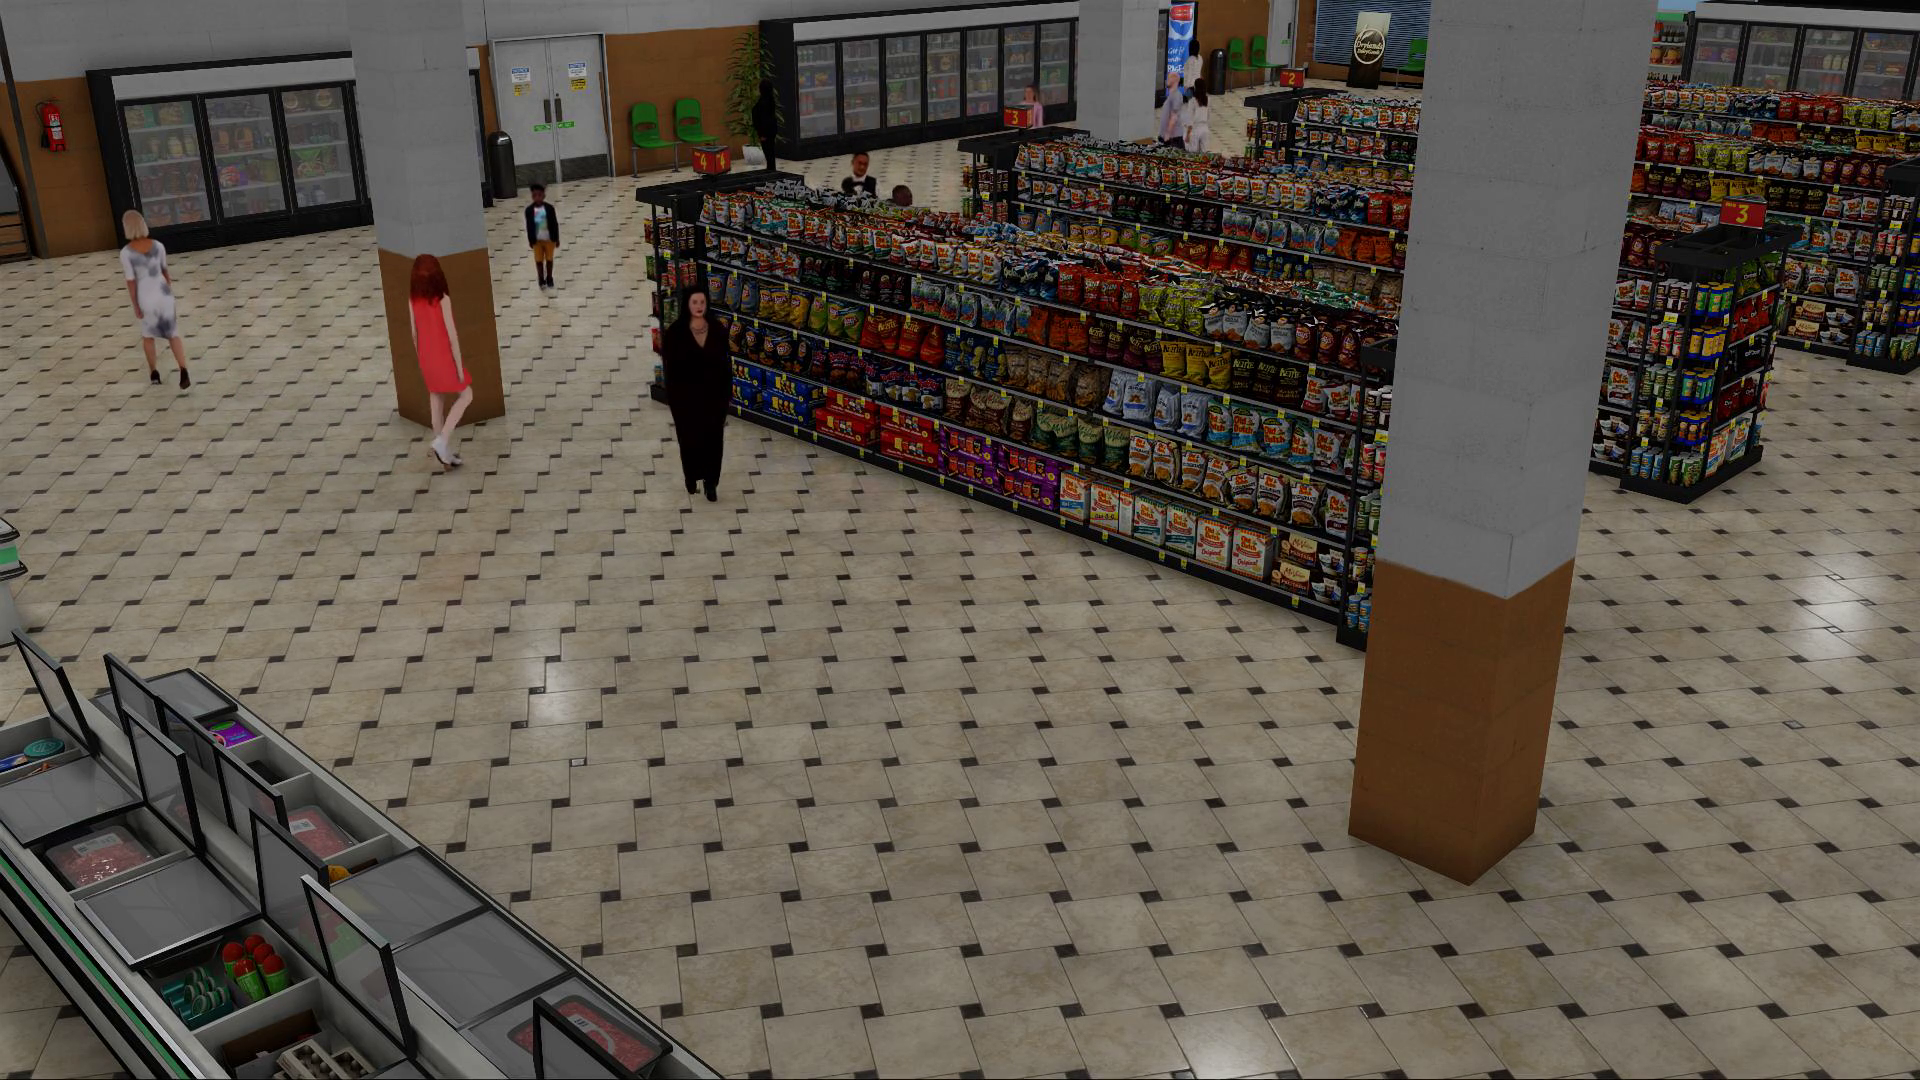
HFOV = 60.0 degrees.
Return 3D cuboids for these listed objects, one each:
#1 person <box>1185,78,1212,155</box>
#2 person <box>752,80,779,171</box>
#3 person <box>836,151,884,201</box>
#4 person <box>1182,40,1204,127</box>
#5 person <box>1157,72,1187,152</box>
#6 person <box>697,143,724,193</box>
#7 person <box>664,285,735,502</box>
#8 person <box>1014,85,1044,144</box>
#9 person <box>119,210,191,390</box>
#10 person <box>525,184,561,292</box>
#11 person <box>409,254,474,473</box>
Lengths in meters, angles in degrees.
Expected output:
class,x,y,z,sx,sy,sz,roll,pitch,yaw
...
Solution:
class,x,y,z,sx,sy,sz,roll,pitch,yaw
person,3.764,-6.432,26.261,0.644,1.688,0.614,-13,25,-30
person,-3.087,-6.553,26.659,0.819,1.616,0.769,2,22,4
person,-1.051,-3.324,18.239,0.879,1.903,0.991,6,23,14
person,4.573,-8.972,32.653,0.581,1.636,0.647,16,27,35
person,3.364,-6.268,25.727,1.234,1.782,1.223,-2,22,-4
person,-2.677,-3.460,18.608,1.099,1.879,1.222,-7,23,-17
person,-2.067,-1.150,13.039,0.772,1.745,0.776,-9,24,-21
person,1.066,-6.131,25.538,1.019,1.670,0.855,10,24,24
person,-7.628,-2.254,15.822,0.696,1.718,1.082,-15,26,-33
person,-4.967,-3.616,19.846,0.747,1.246,0.904,-6,23,-15
person,-4.299,-1.401,13.570,0.775,1.816,0.823,9,23,21
